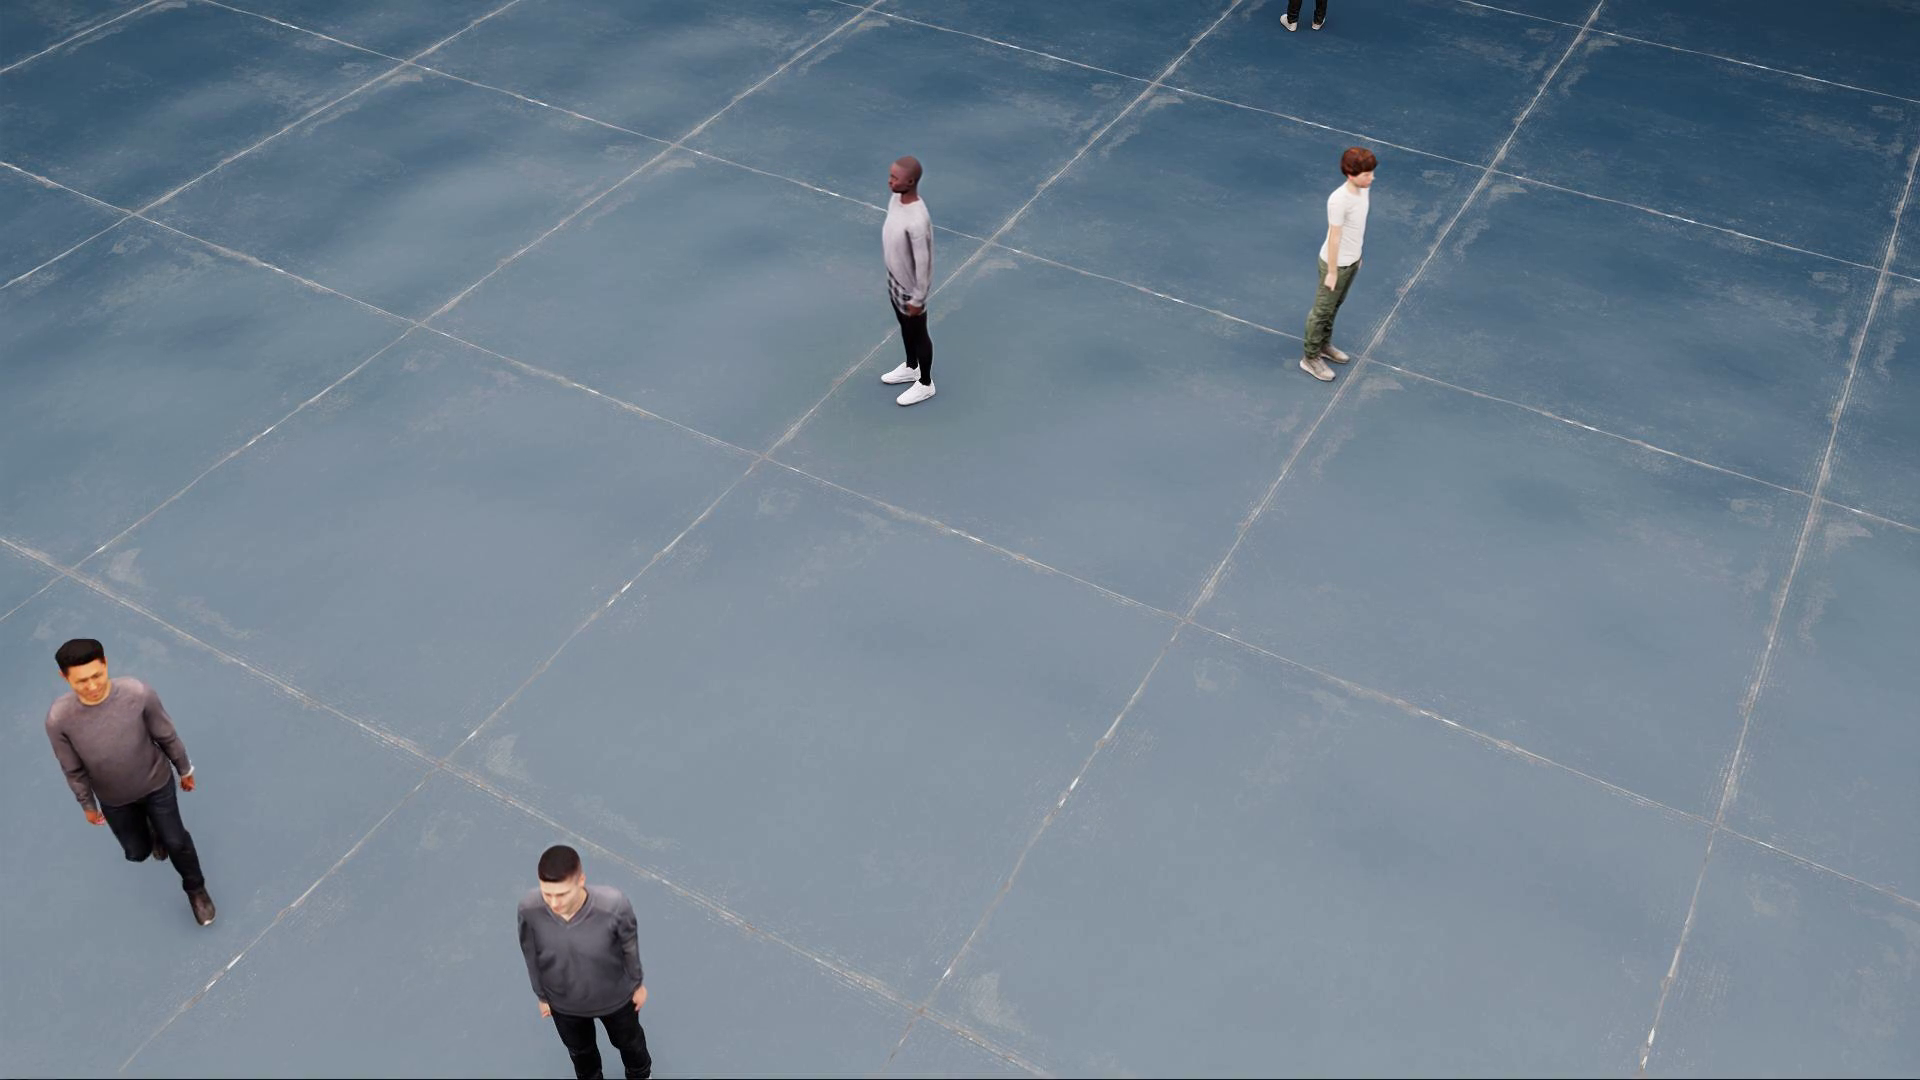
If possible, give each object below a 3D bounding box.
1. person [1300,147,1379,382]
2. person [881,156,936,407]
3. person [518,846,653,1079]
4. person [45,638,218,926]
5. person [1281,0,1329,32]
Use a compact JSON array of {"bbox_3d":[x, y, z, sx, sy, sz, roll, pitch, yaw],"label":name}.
[{"bbox_3d":[2.516,-1.855,11.038,0.646,1.654,0.496,27,49,26],"label":"person"},{"bbox_3d":[-0.318,-1.681,10.760,0.718,1.771,0.693,-16,45,-17],"label":"person"},{"bbox_3d":[-1.526,1.849,6.880,0.700,1.761,0.720,-4,42,-4],"label":"person"},{"bbox_3d":[-3.847,1.078,7.735,0.941,1.755,0.964,-6,43,-7],"label":"person"},{"bbox_3d":[3.192,-5.452,14.923,0.723,1.757,0.728,-1,42,-1],"label":"person"}]
